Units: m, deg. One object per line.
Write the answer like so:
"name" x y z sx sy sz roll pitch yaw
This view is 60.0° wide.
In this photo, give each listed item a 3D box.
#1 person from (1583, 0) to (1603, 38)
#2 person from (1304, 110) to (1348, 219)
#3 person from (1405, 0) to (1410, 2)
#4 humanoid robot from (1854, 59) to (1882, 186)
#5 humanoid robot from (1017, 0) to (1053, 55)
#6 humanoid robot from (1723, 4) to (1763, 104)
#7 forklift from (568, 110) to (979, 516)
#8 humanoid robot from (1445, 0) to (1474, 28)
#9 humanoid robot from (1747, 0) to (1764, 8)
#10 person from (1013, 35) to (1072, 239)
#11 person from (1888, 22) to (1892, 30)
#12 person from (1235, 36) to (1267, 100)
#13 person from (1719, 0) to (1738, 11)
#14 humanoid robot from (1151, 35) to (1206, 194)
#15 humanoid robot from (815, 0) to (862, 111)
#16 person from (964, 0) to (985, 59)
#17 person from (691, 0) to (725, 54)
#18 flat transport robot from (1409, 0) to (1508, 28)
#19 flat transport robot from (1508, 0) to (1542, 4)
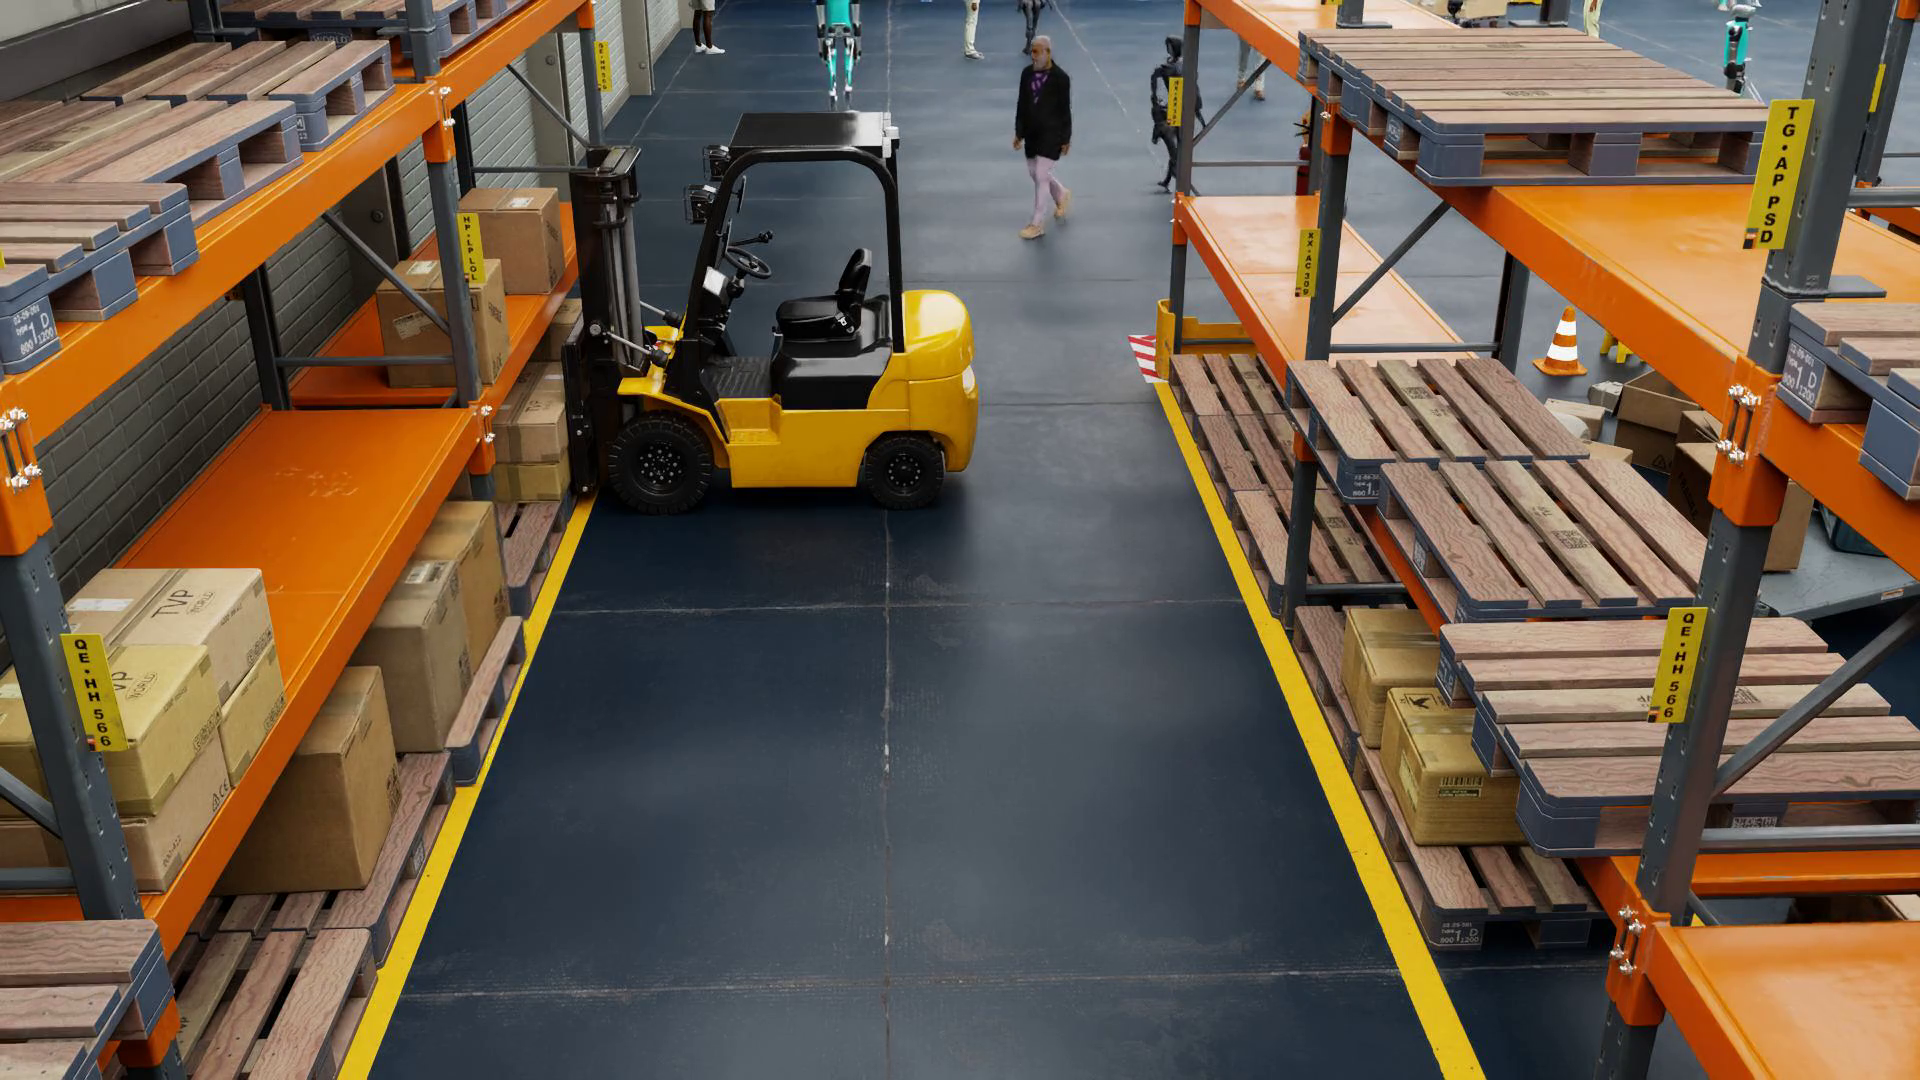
"person" 9.042 -7.700 23.714 0.390 1.890 0.543 4 26 9
"person" 3.101 -3.097 14.171 0.417 1.701 0.483 -17 30 -32
"person" 6.720 -8.338 25.123 0.390 1.838 0.563 11 27 22
"humanoid robot" 8.982 -4.190 16.545 0.597 1.631 0.611 -8 26 -16
"humanoid robot" 1.111 -8.067 24.752 0.603 1.647 0.506 -15 29 -29
"humanoid robot" 8.300 -4.703 17.512 0.677 1.766 0.540 13 28 26
"forklift" -1.043 -1.379 9.976 2.313 2.155 1.214 -1 25 -2
"humanoid robot" 5.567 -5.389 19.062 0.583 1.655 0.336 -4 26 -9
"humanoid robot" 14.210 -10.183 29.240 0.541 1.839 0.807 -16 29 -30
"person" 0.817 -3.793 15.527 0.527 1.819 0.879 18 31 33
"person" 15.244 -9.034 26.742 0.537 1.707 0.900 1 25 2
"person" 3.902 -6.795 21.809 0.648 1.879 0.997 0 25 -1
"person" 13.581 -10.255 29.123 0.518 1.887 0.533 10 27 19
"humanoid robot" 2.155 -4.236 16.675 0.644 1.645 0.635 -13 28 -26
"humanoid robot" -1.438 -5.787 19.775 0.548 1.753 0.677 -1 25 -2
"person" 0.218 -8.008 24.532 0.345 1.744 0.562 -1 25 -2
"person" -3.854 -8.261 24.890 0.377 1.899 0.544 -22 33 -39
"flat transport robot" 7.787 -7.984 26.210 1.431 0.231 0.659 -16 30 -30
"flat transport robot" 9.844 -9.874 30.214 1.431 0.231 0.659 0 25 0
